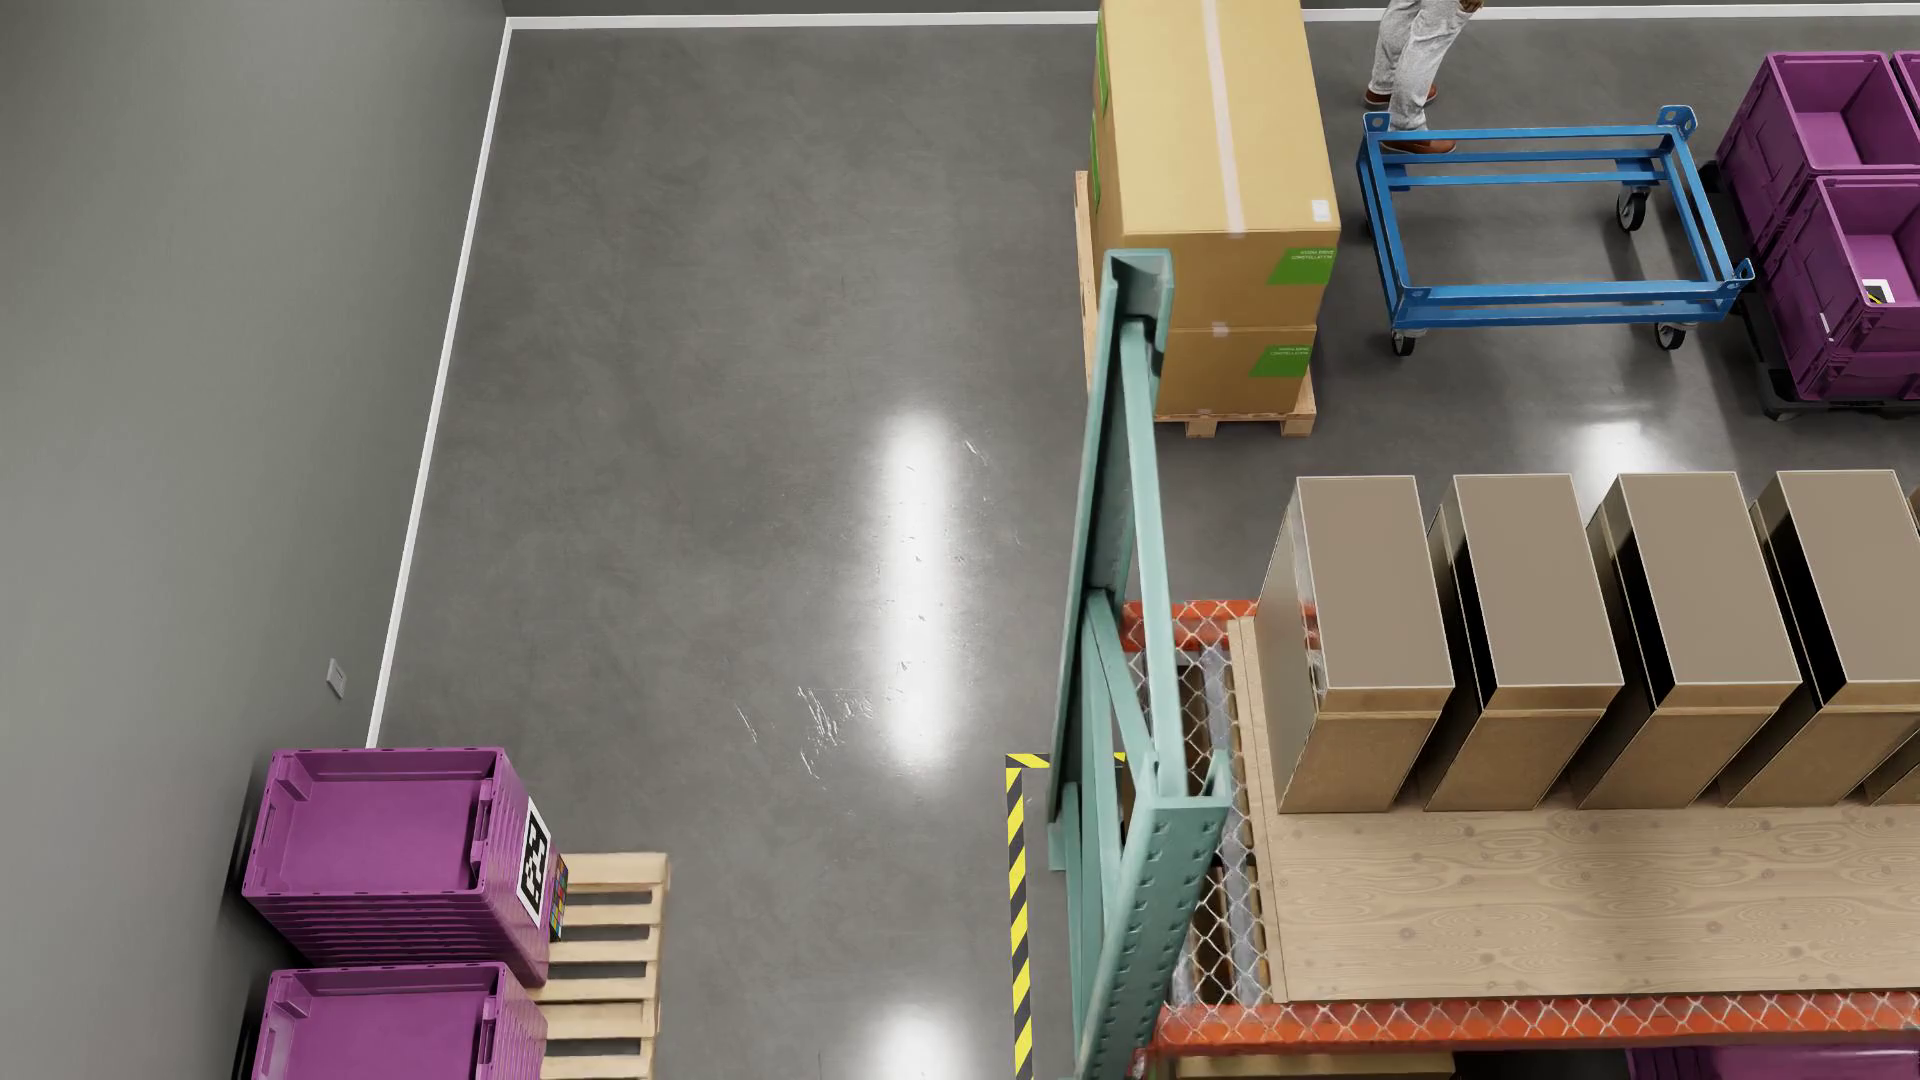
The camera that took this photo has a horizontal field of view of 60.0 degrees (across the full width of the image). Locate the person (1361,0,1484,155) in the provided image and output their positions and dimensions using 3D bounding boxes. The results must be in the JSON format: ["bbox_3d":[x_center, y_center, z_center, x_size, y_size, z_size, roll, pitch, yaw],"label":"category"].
[{"bbox_3d":[1.829,-2.237,6.074,0.358,1.938,0.636,-3,58,-2],"label":"person"}]
